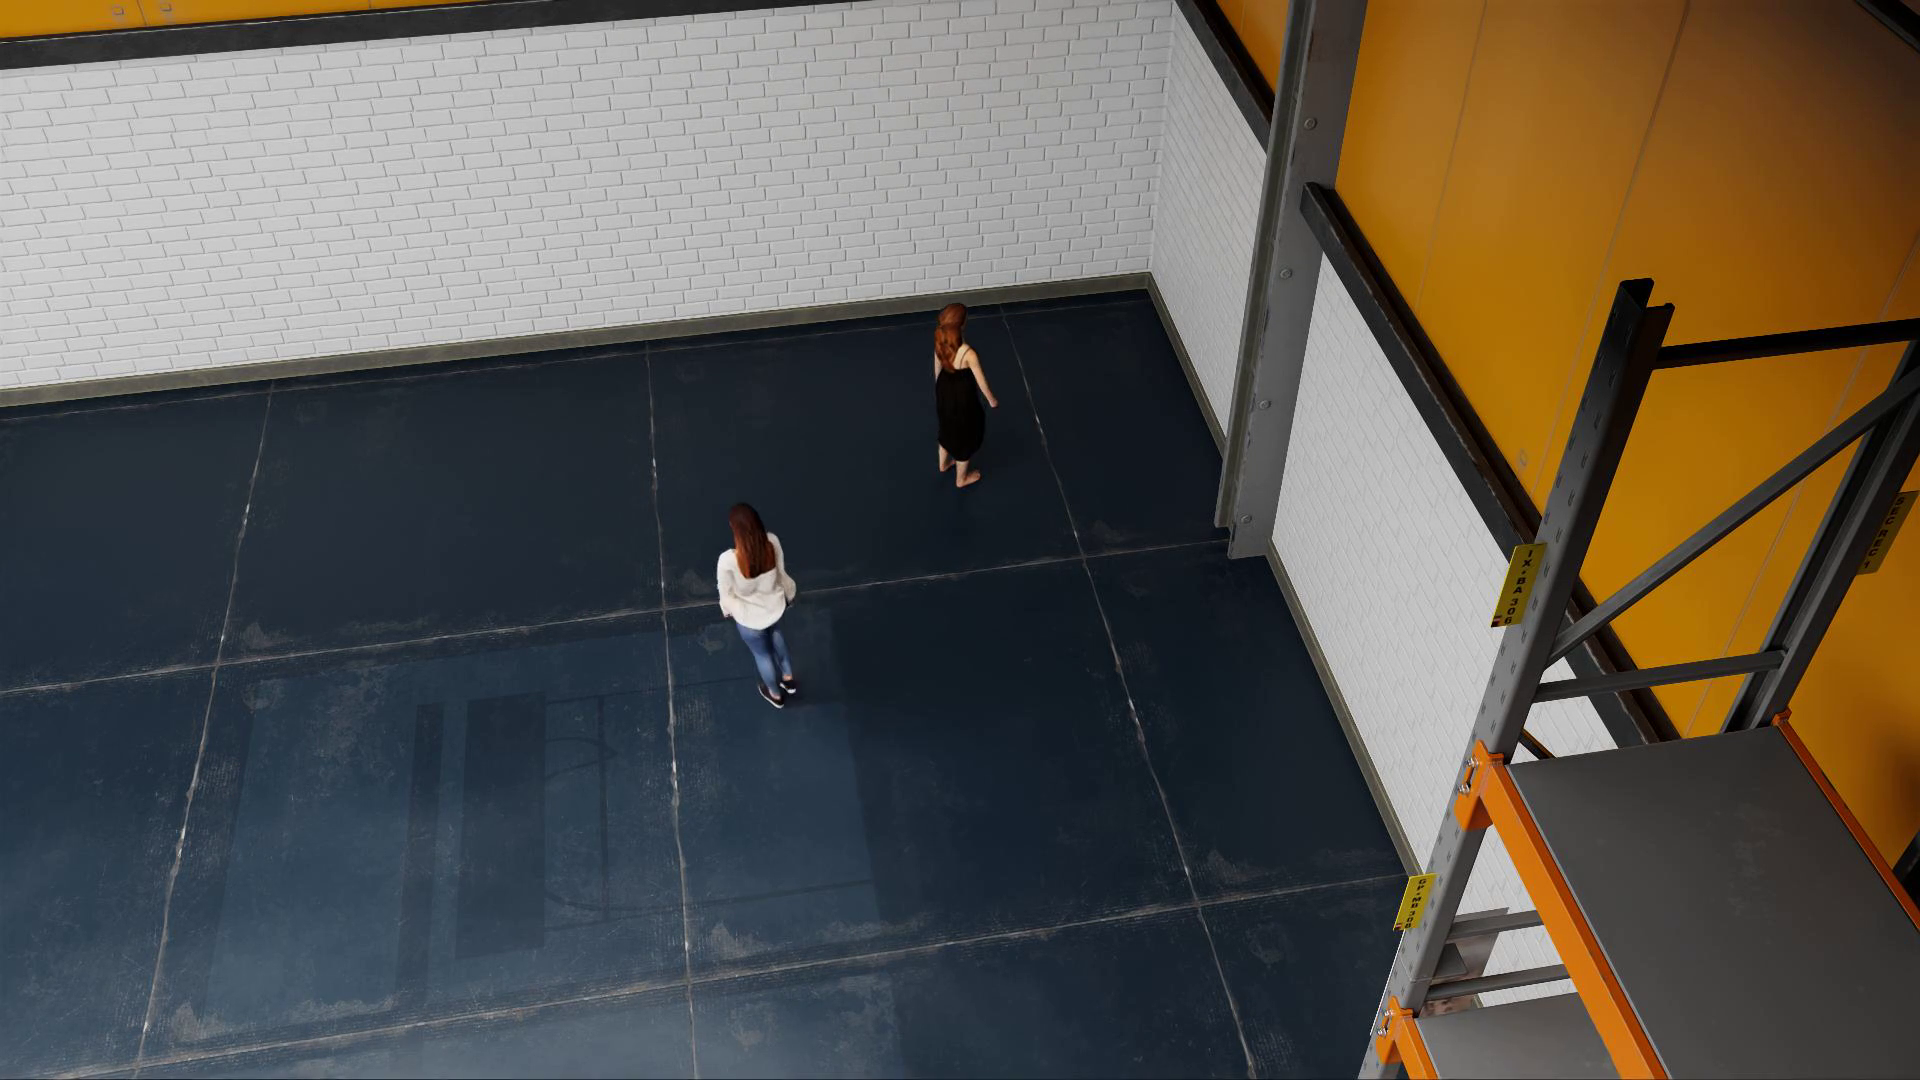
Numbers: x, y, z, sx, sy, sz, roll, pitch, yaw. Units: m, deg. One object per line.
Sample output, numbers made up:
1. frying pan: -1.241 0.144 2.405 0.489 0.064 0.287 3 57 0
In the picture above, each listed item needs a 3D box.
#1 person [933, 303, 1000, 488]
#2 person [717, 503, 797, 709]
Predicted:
1. person: -0.048 -1.004 11.993 0.778 1.618 0.696 -34 53 -30
2. person: -1.214 0.486 10.384 0.710 1.680 0.732 -27 50 -26
